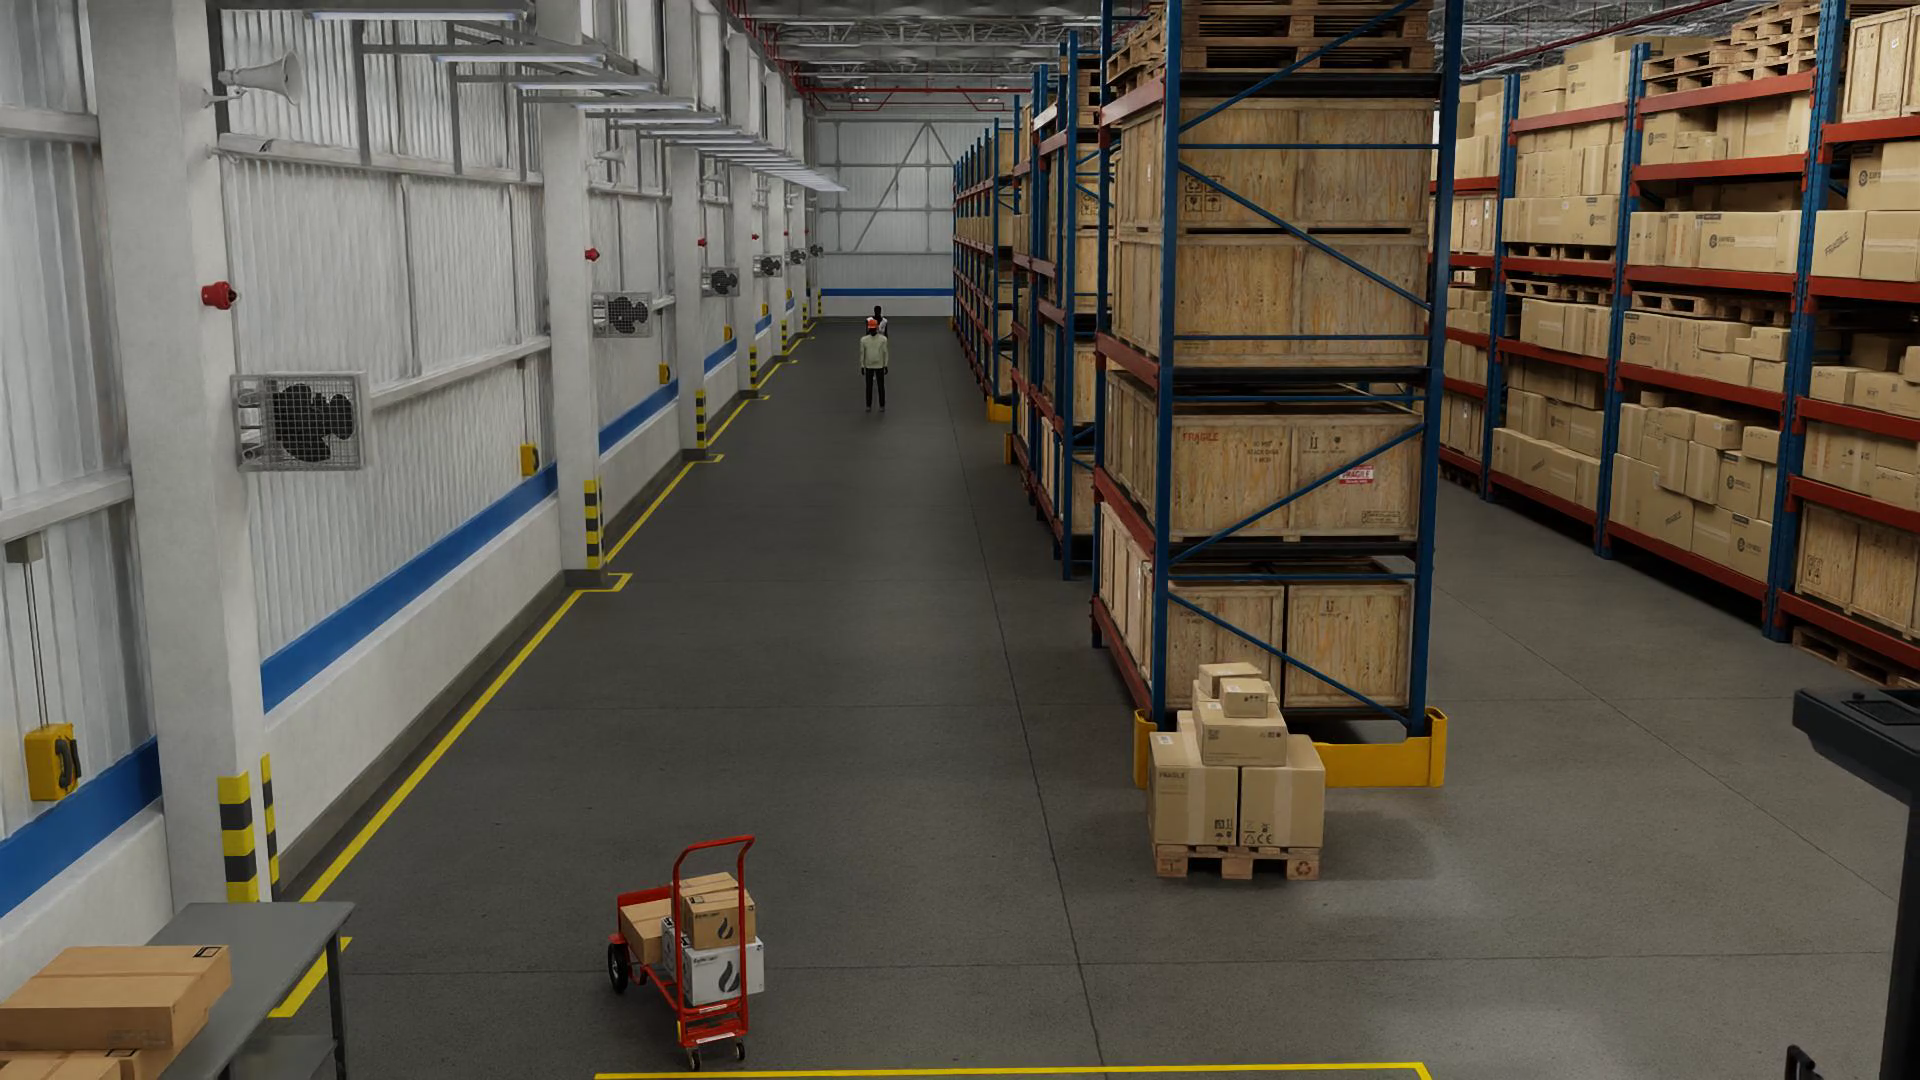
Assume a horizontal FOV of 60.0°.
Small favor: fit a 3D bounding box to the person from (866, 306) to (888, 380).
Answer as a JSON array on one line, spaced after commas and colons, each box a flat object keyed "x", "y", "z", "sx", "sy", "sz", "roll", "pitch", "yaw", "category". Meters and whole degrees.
[{"x": -2.143, "y": -5.079, "z": 42.826, "sx": 0.596, "sy": 1.908, "sz": 0.405, "roll": -4, "pitch": 12, "yaw": -21, "category": "person"}]

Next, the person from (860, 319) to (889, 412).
[{"x": -1.835, "y": -3.727, "z": 35.582, "sx": 0.618, "sy": 1.989, "sz": 0.401, "roll": 0, "pitch": 11, "yaw": 2, "category": "person"}]
